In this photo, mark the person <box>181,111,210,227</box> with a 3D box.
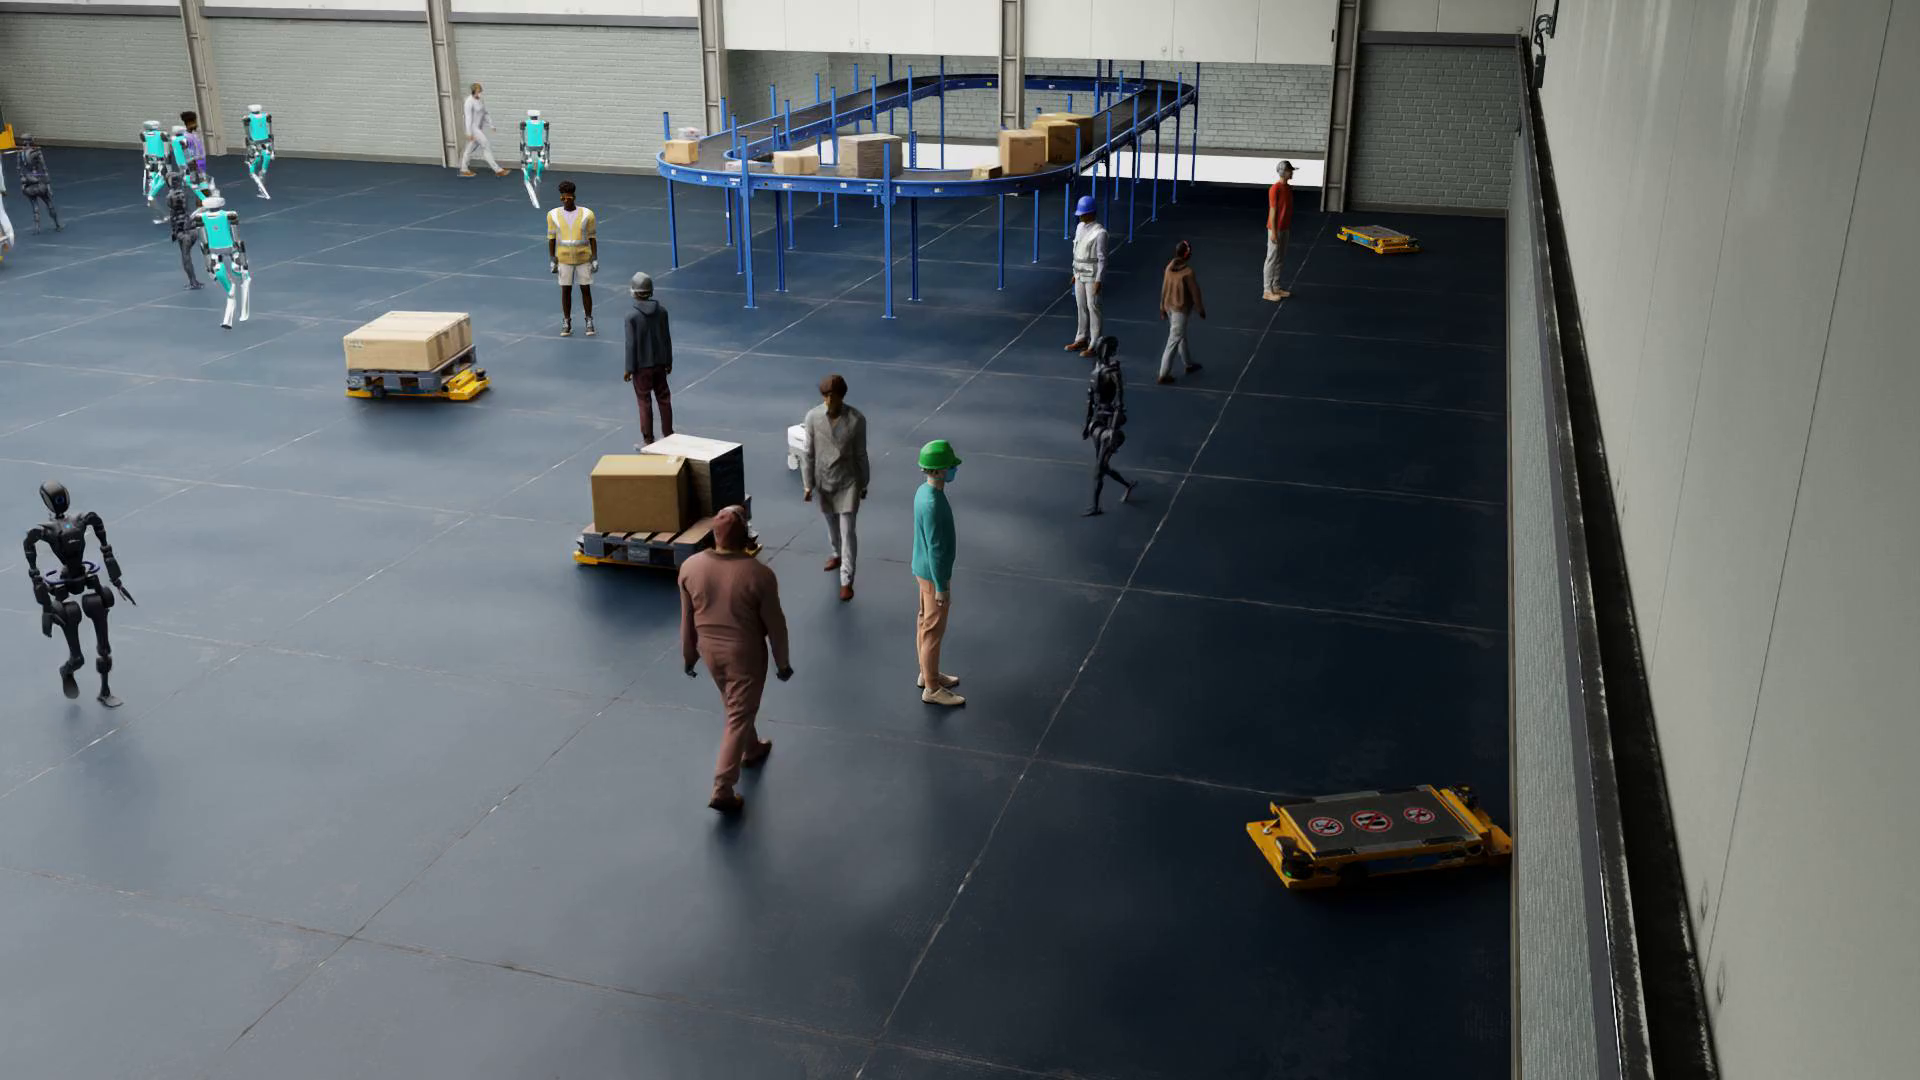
[{"bbox_3d":[-12.937,-6.269,28.139,0.372,1.945,0.667,-7,22,-19],"label":"person"}]

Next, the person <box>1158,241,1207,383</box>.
[{"bbox_3d":[2.599,-2.628,19.115,0.811,1.619,0.457,-13,24,-29],"label":"person"}]

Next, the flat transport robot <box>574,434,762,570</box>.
[{"bbox_3d":[-2.454,0.059,14.024,1.431,0.231,0.659,6,22,14],"label":"flat transport robot"}]

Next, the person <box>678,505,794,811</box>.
[{"bbox_3d":[-1.376,0.692,10.171,0.663,1.860,0.988,8,22,19],"label":"person"}]

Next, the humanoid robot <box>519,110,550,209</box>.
[{"bbox_3d":[-7.703,-6.844,30.004,0.561,1.855,0.833,-10,23,-24],"label":"humanoid robot"}]

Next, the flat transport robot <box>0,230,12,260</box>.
[{"bbox_3d":[-14.978,-4.134,24.901,0.659,0.231,1.431,-3,21,-8],"label":"flat transport robot"}]

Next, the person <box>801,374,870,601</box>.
[{"bbox_3d":[-0.991,-0.494,13.373,0.536,1.788,0.884,3,21,7],"label":"person"}]

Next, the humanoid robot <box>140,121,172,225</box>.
[{"bbox_3d":[-13.636,-6.146,28.085,0.530,1.764,0.838,6,22,14],"label":"humanoid robot"}]

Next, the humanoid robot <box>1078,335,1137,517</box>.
[{"bbox_3d":[1.368,-1.046,14.966,0.693,1.637,0.590,-10,23,-25],"label":"humanoid robot"}]

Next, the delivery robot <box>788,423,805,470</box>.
[{"bbox_3d":[-1.338,-0.901,16.096,0.757,0.580,0.499,20,29,41],"label":"delivery robot"}]

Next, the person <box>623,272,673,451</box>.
[{"bbox_3d":[-3.118,-1.772,16.627,0.554,1.810,0.373,-19,28,-40],"label":"person"}]

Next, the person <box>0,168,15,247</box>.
[{"bbox_3d":[-15.422,-5.565,26.385,0.864,1.878,0.625,14,25,33],"label":"person"}]

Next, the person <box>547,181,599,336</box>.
[{"bbox_3d":[-4.892,-3.565,21.068,0.611,1.963,0.363,-3,21,-9],"label":"person"}]

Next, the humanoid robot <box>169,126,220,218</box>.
[{"bbox_3d":[-12.795,-6.082,27.896,0.991,1.727,0.550,-20,29,-41],"label":"humanoid robot"}]

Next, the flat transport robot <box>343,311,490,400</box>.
[{"bbox_3d":[-6.125,-1.768,18.764,1.431,0.231,0.659,2,21,5],"label":"flat transport robot"}]

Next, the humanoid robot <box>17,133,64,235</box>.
[{"bbox_3d":[-15.295,-5.897,27.549,0.607,1.646,0.561,5,22,12],"label":"humanoid robot"}]

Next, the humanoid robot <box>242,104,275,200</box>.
[{"bbox_3d":[-12.983,-7.099,30.695,0.764,1.890,0.544,18,28,39],"label":"humanoid robot"}]

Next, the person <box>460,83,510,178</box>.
[{"bbox_3d":[-9.568,-8.138,33.074,1.071,1.867,0.641,0,21,0],"label":"person"}]

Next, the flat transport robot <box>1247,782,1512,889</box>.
[{"bbox_3d":[2.468,1.724,9.707,1.431,0.231,0.659,-4,22,-11],"label":"flat transport robot"}]

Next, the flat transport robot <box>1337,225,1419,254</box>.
[{"bbox_3d":[6.703,-4.827,26.698,0.659,0.231,1.431,-6,22,-16],"label":"flat transport robot"}]

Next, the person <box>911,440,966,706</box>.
[{"bbox_3d":[-0.155,0.216,11.386,0.351,1.875,0.507,-2,21,-6],"label":"person"}]

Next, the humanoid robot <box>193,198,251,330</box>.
[{"bbox_3d":[-9.378,-3.553,21.343,0.549,1.732,1.020,-2,21,-6],"label":"humanoid robot"}]

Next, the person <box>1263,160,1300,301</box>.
[{"bbox_3d":[4.447,-4.283,23.006,0.386,1.912,0.481,15,26,35],"label":"person"}]

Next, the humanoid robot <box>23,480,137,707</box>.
[{"bbox_3d":[-5.998,0.352,11.317,0.459,1.647,0.599,17,27,37],"label":"humanoid robot"}]

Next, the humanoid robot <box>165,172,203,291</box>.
[{"bbox_3d":[-11.072,-4.391,23.612,0.586,1.645,0.487,18,27,38],"label":"humanoid robot"}]

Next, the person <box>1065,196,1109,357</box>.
[{"bbox_3d":[1.549,-3.195,20.146,0.396,1.938,0.602,-11,24,-27],"label":"person"}]
